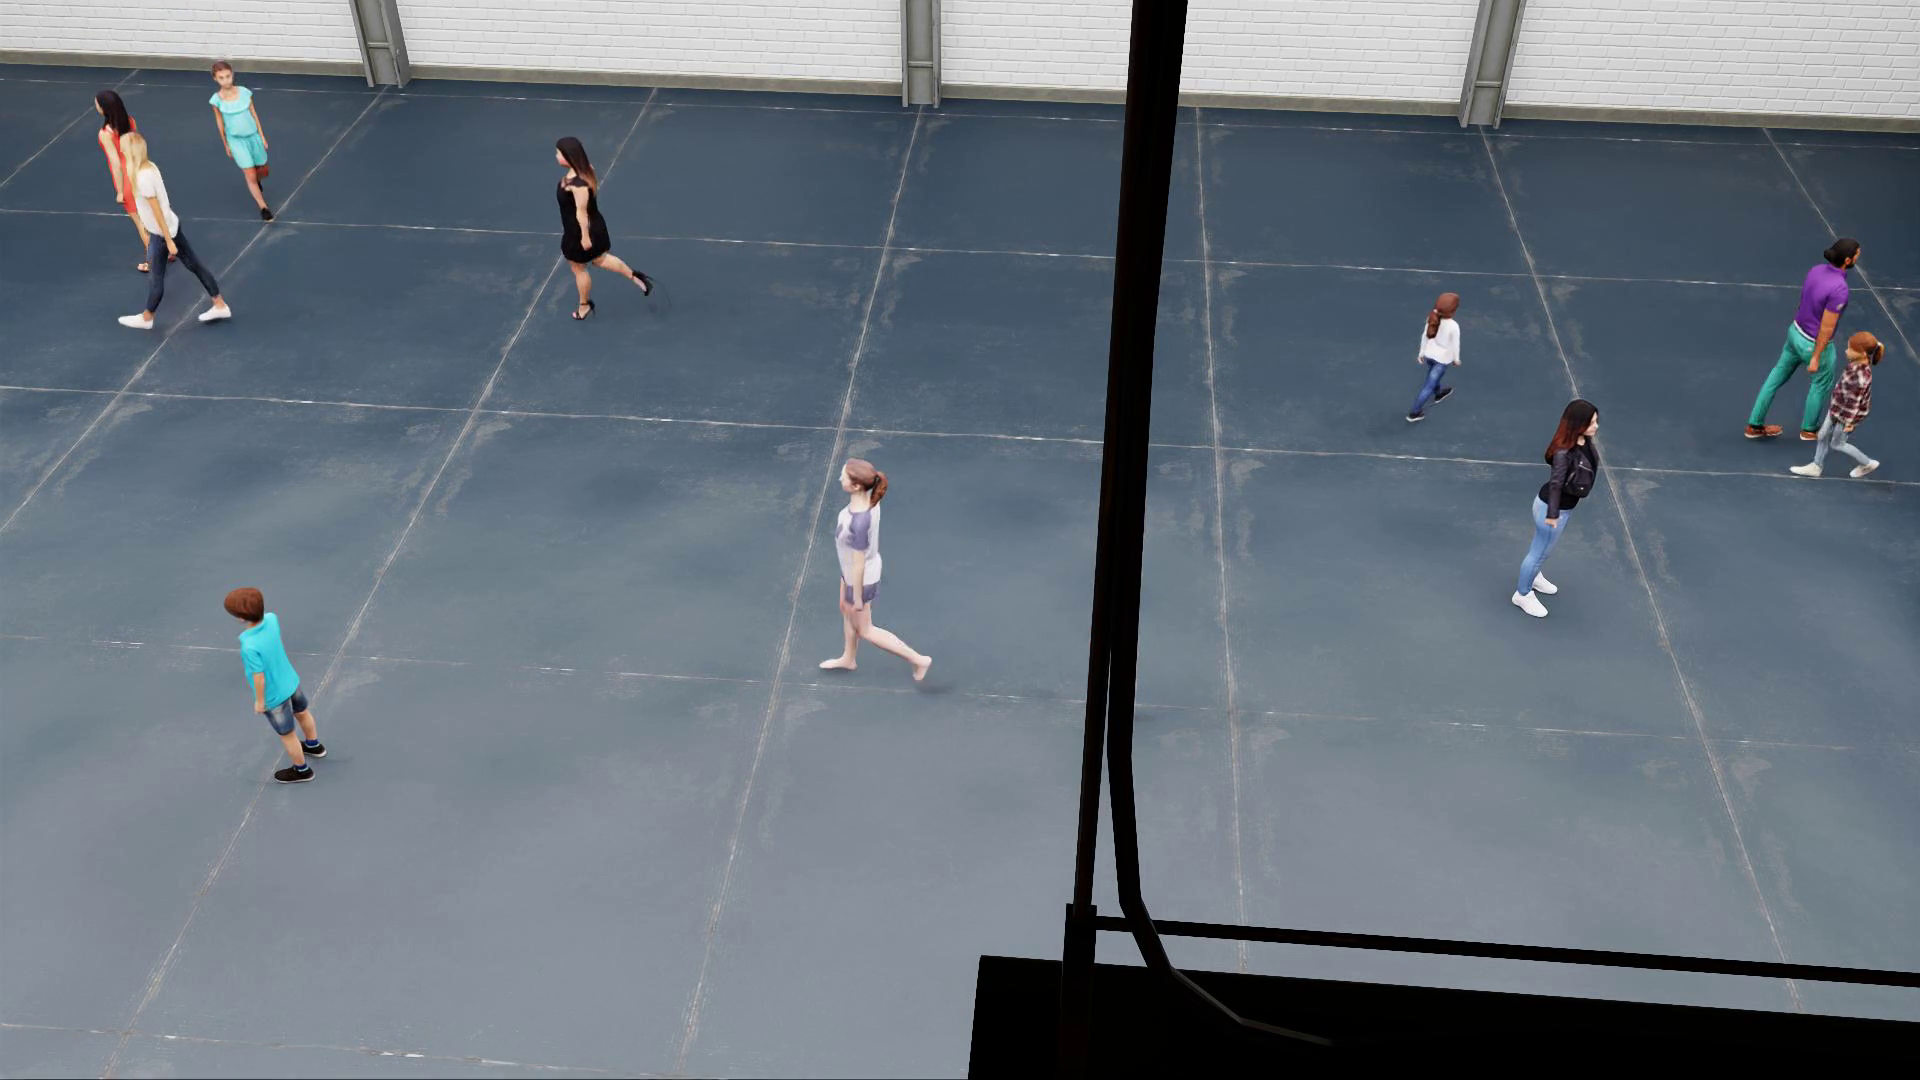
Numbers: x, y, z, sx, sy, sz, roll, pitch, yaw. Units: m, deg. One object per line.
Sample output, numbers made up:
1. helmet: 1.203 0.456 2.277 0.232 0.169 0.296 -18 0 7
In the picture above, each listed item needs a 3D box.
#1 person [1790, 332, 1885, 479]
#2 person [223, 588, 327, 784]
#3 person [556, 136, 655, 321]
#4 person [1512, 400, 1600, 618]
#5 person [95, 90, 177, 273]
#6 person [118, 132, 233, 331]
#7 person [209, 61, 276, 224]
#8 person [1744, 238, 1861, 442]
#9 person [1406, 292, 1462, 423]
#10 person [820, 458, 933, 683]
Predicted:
1. person: 6.690 -0.965 12.402 0.818 1.280 0.589 8 39 10
2. person: -4.108 0.853 9.990 0.472 1.449 0.511 3 39 4
3. person: -3.091 -2.630 14.155 1.014 1.693 0.756 -3 39 -4
4. person: 4.025 -0.244 11.214 0.712 1.635 0.719 21 43 24
5. person: -7.387 -3.211 14.866 0.566 1.715 0.609 8 39 10
6. person: -6.607 -2.596 14.047 1.191 1.776 0.897 -10 40 -13
7. person: -6.785 -3.806 15.744 0.908 1.548 0.921 -21 43 -24
8. person: 6.386 -1.495 12.690 1.002 1.749 0.781 -4 39 -5
9. person: 3.744 -1.435 13.145 0.833 1.086 0.746 -24 45 -27
10. person: -0.545 0.234 10.528 0.994 1.745 0.591 5 39 6
